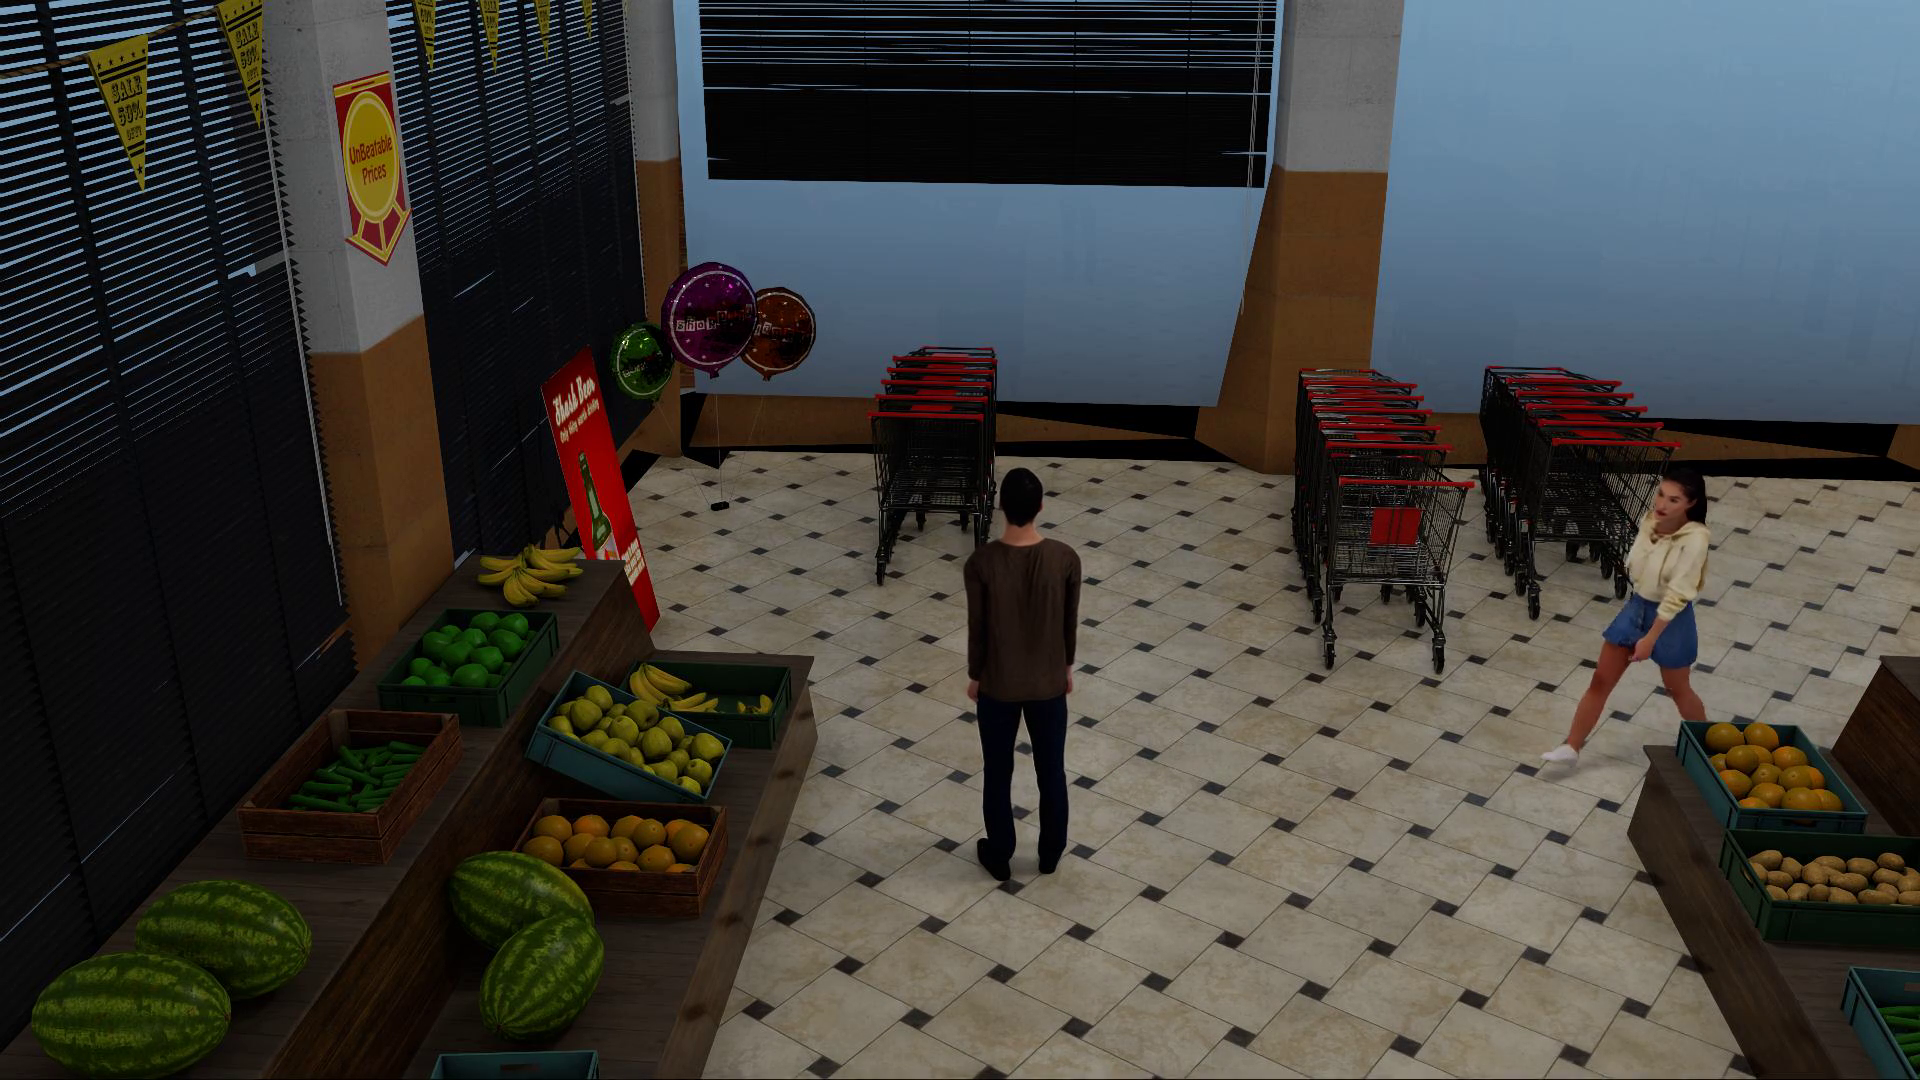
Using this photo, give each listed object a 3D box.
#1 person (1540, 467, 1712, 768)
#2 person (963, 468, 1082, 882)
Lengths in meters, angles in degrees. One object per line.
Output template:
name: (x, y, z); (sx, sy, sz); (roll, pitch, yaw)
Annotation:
person: (3.408, 0.428, 7.932); (1.004, 1.586, 1.168); (-5, 22, -13)
person: (0.266, 0.591, 7.119); (0.701, 1.888, 0.652); (-3, 22, -7)
